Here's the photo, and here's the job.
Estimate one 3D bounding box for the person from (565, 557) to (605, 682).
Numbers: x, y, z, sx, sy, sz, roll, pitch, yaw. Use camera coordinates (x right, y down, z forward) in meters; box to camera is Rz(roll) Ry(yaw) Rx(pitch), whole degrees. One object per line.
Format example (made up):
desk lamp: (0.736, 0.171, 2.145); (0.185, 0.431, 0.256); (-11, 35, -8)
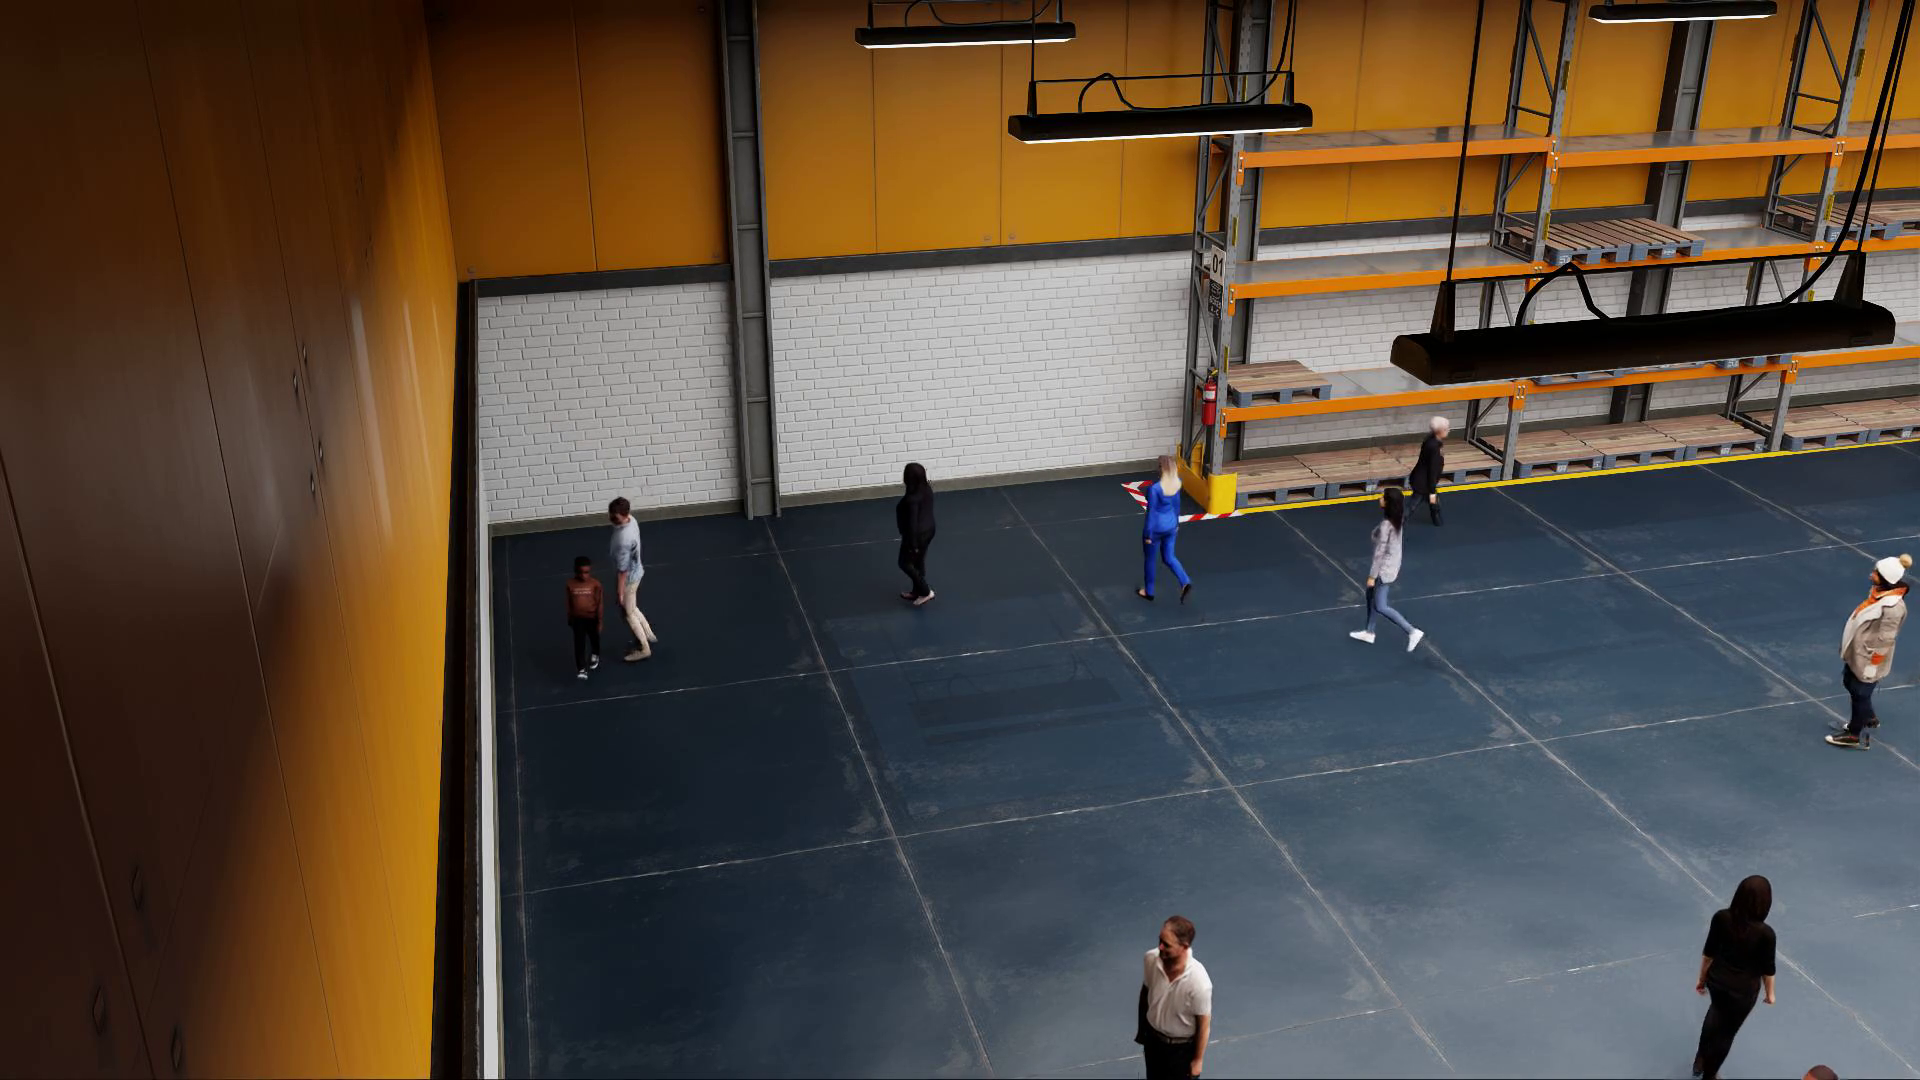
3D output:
person: (-3.620, 0.719, 16.184); (0.872, 1.223, 0.721); (0, 24, -1)

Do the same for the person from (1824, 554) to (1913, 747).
person: (8.150, 0.959, 14.805); (0.910, 1.889, 0.865); (7, 25, 16)

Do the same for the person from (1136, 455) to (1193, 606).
person: (2.176, -0.069, 17.414); (1.016, 1.682, 0.937); (-19, 30, -37)

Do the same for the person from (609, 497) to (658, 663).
person: (-3.202, 0.378, 16.242); (0.651, 1.801, 0.810); (3, 24, 7)

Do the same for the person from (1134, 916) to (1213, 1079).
person: (1.313, 3.040, 10.089); (0.704, 1.853, 0.740); (-17, 29, -34)

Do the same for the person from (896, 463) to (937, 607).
person: (-0.386, -0.052, 17.469); (0.847, 1.608, 0.805); (7, 25, 16)

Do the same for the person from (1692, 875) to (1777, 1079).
person: (4.928, 2.902, 10.687); (0.702, 1.628, 0.671); (-18, 29, -35)

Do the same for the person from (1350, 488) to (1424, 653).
person: (4.277, 0.332, 16.469); (1.060, 1.705, 1.022); (15, 28, 31)
